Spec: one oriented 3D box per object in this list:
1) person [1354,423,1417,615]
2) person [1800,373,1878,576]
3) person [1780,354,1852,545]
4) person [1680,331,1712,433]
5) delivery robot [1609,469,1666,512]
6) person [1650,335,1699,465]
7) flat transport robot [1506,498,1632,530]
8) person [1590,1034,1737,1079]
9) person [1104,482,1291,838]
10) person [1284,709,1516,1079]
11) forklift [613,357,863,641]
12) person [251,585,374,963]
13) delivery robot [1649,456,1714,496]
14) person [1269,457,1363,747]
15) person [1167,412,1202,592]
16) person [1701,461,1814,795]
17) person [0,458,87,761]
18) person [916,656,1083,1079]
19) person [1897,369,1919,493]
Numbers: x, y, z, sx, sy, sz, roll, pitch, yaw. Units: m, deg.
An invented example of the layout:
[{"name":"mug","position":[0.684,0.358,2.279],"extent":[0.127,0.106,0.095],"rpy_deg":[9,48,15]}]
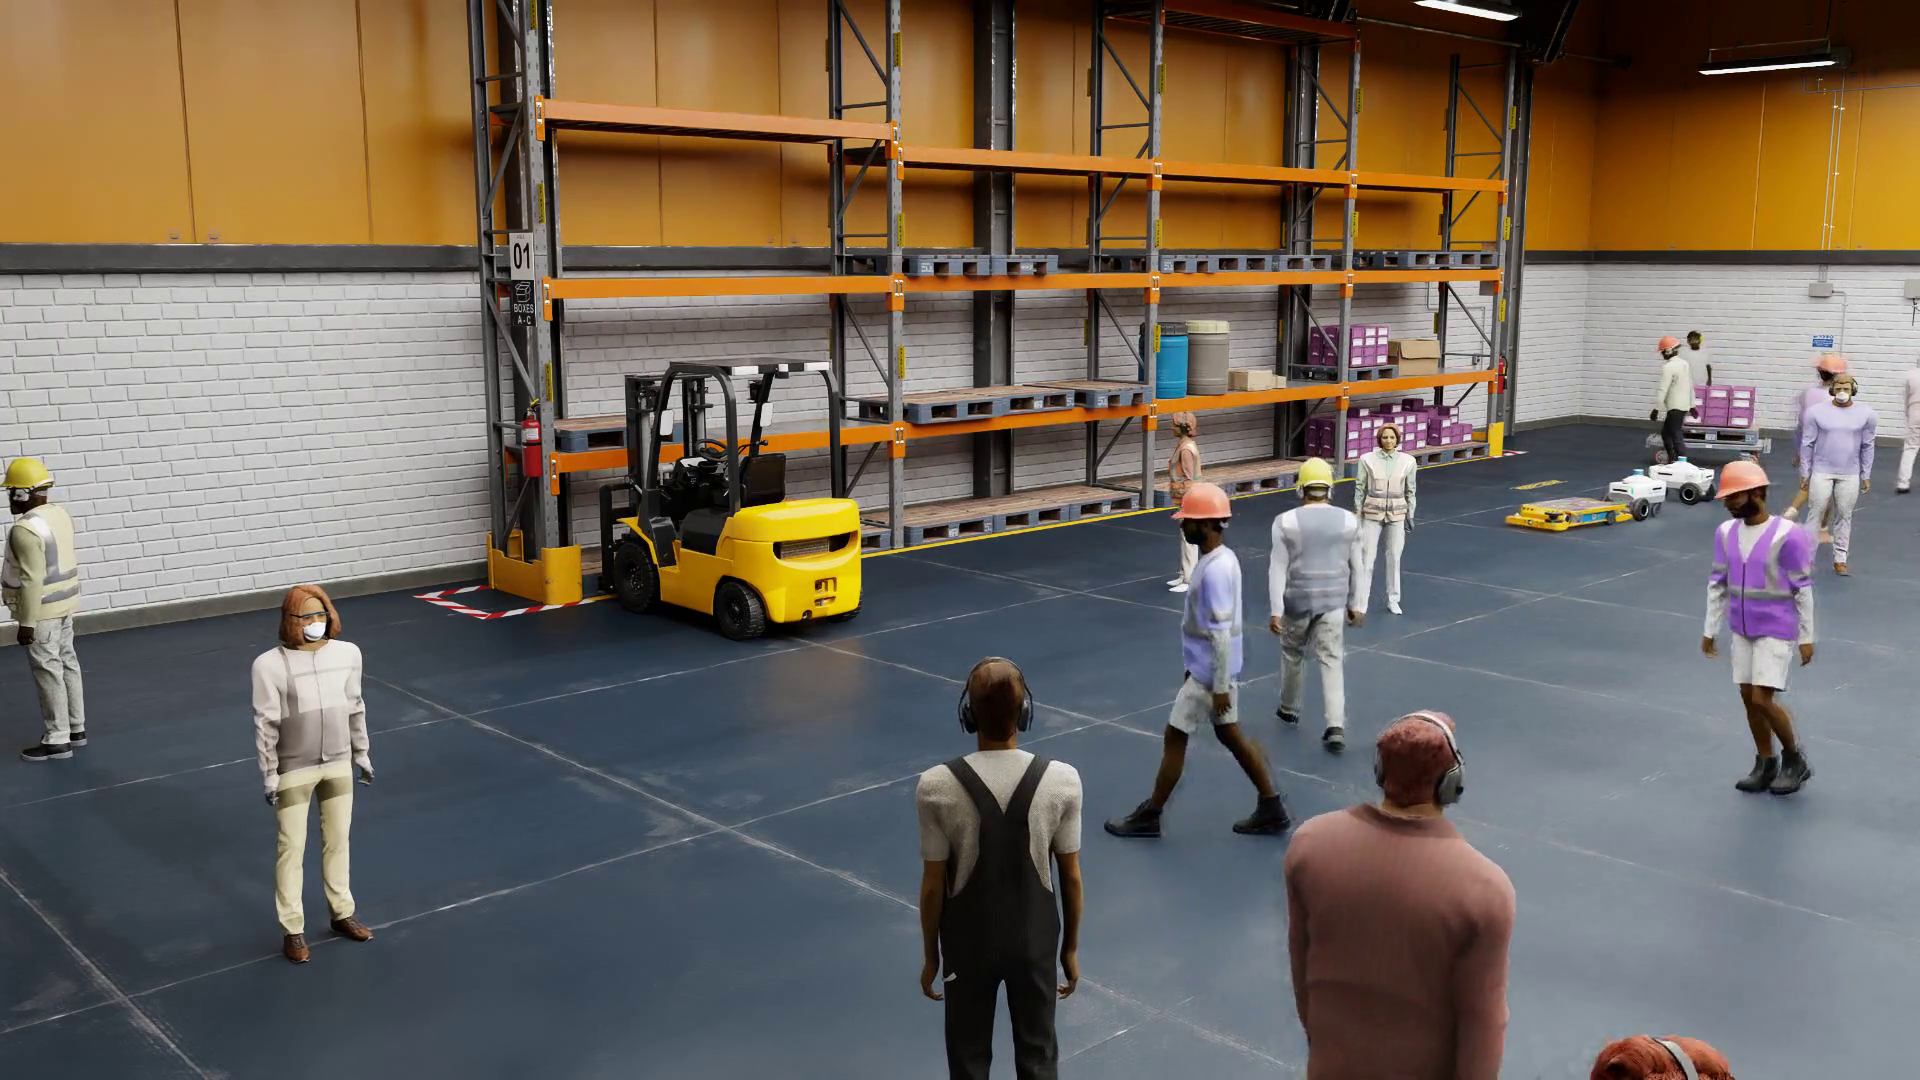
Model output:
[{"name":"person","position":[3.601,-0.182,14.112],"extent":[0.514,1.642,0.310],"rpy_deg":[1,10,6]},{"name":"person","position":[8.340,-0.626,15.842],"extent":[0.631,1.938,0.362],"rpy_deg":[4,10,22]},{"name":"person","position":[8.971,-0.931,17.380],"extent":[0.641,2.023,0.622],"rpy_deg":[-4,10,-21]},{"name":"person","position":[12.105,-2.538,27.394],"extent":[0.546,1.809,0.749],"rpy_deg":[3,10,19]},{"name":"delivery robot","position":[7.876,-0.576,19.324],"extent":[0.707,0.478,0.477],"rpy_deg":[-7,12,-35]},{"name":"person","position":[9.740,-1.802,22.693],"extent":[0.536,1.966,0.628],"rpy_deg":[8,13,39]},{"name":"flat transport robot","position":[6.910,-0.306,18.842],"extent":[1.431,0.197,0.652],"rpy_deg":[-7,12,-34]},{"name":"person","position":[1.125,1.666,2.702],"extent":[0.896,1.845,0.591],"rpy_deg":[-3,10,-15]},{"name":"person","position":[1.286,0.635,8.621],"extent":[0.969,1.890,0.559],"rpy_deg":[2,10,12]},{"name":"person","position":[1.122,1.370,4.389],"extent":[0.636,1.866,0.969],"rpy_deg":[7,12,35]},{"name":"forklift","position":[-1.847,-0.414,13.852],"extent":[1.214,2.155,2.313],"rpy_deg":[-9,13,-42]},{"name":"person","position":[-2.804,0.995,7.244],"extent":[0.280,1.634,0.498],"rpy_deg":[9,13,41]},{"name":"delivery robot","position":[8.919,-0.790,20.574],"extent":[0.477,0.478,0.707],"rpy_deg":[-8,13,-40]},{"name":"person","position":[2.227,0.375,10.415],"extent":[0.610,1.791,0.914],"rpy_deg":[-1,10,-3]},{"name":"person","position":[2.036,-0.343,15.058],"extent":[0.315,1.641,0.515],"rpy_deg":[1,10,7]},{"name":"person","position":[4.477,0.501,9.383],"extent":[0.509,1.893,0.561],"rpy_deg":[-4,11,-24]},{"name":"person","position":[-5.562,0.413,10.070],"extent":[0.404,1.830,0.599],"rpy_deg":[-1,10,-7]},{"name":"person","position":[0.119,1.257,5.092],"extent":[0.508,1.847,0.345],"rpy_deg":[-1,10,-6]},{"name":"person","position":[12.443,-1.522,21.352],"extent":[1.011,1.852,0.661],"rpy_deg":[-7,12,-36]}]
